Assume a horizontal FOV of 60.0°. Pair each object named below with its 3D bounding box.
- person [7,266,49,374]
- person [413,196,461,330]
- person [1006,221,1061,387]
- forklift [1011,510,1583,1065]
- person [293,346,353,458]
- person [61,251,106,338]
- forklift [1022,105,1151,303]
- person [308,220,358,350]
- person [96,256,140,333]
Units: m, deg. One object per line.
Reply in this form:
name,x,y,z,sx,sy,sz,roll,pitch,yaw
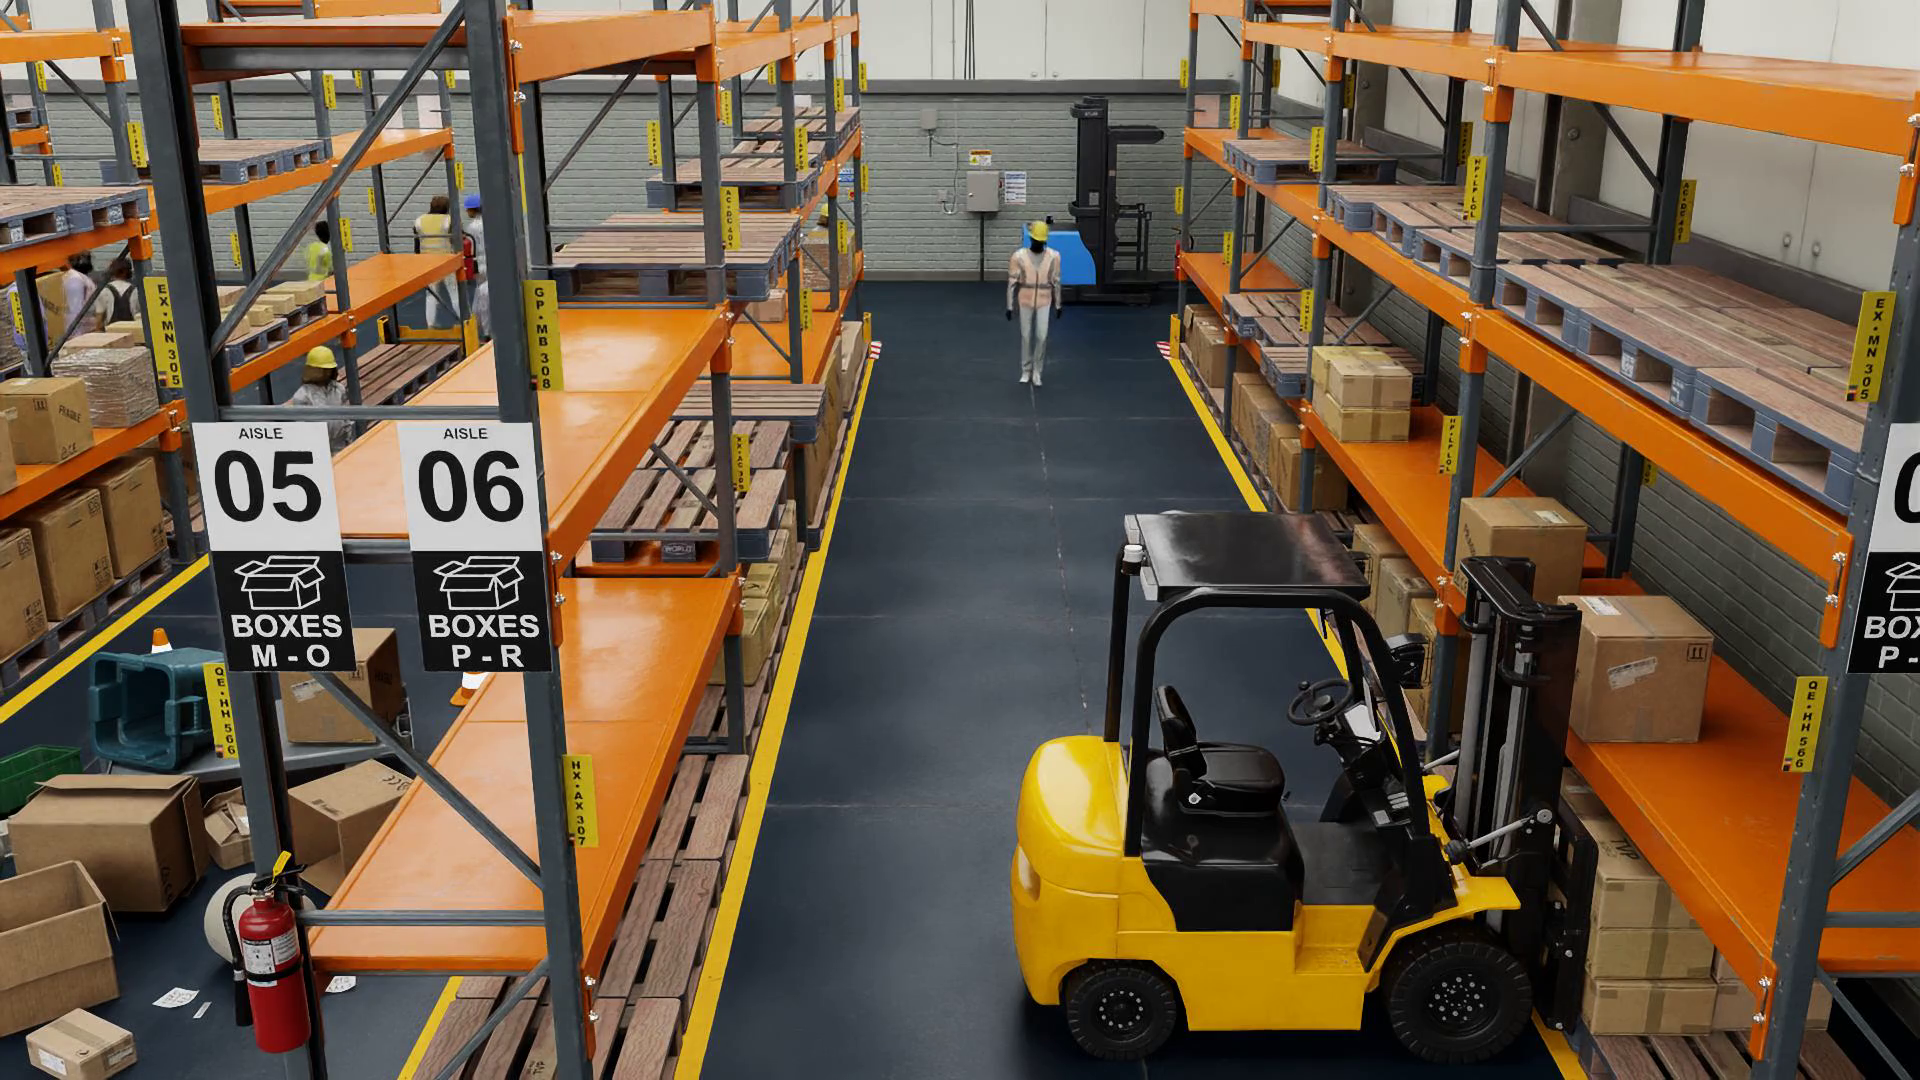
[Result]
person,-9.529,-2.042,17.136,0.349,1.942,0.545,-6,19,-17
person,-7.032,-3.713,22.401,0.661,1.819,0.443,3,19,9
person,0.859,-2.744,19.312,0.648,1.906,0.517,-1,18,-4
forklift,1.387,1.055,7.378,2.313,2.155,1.214,0,18,0
person,-5.091,-0.710,13.438,0.321,1.738,0.486,11,21,31
person,-9.393,-2.223,17.918,0.432,1.815,0.775,-7,19,-20
forklift,1.857,-4.944,24.441,1.873,2.768,1.129,0,18,0
person,-7.979,-3.218,21.111,0.745,1.661,0.526,-14,23,-36
person,-8.678,-2.036,17.340,0.548,1.798,0.532,-8,20,-24
